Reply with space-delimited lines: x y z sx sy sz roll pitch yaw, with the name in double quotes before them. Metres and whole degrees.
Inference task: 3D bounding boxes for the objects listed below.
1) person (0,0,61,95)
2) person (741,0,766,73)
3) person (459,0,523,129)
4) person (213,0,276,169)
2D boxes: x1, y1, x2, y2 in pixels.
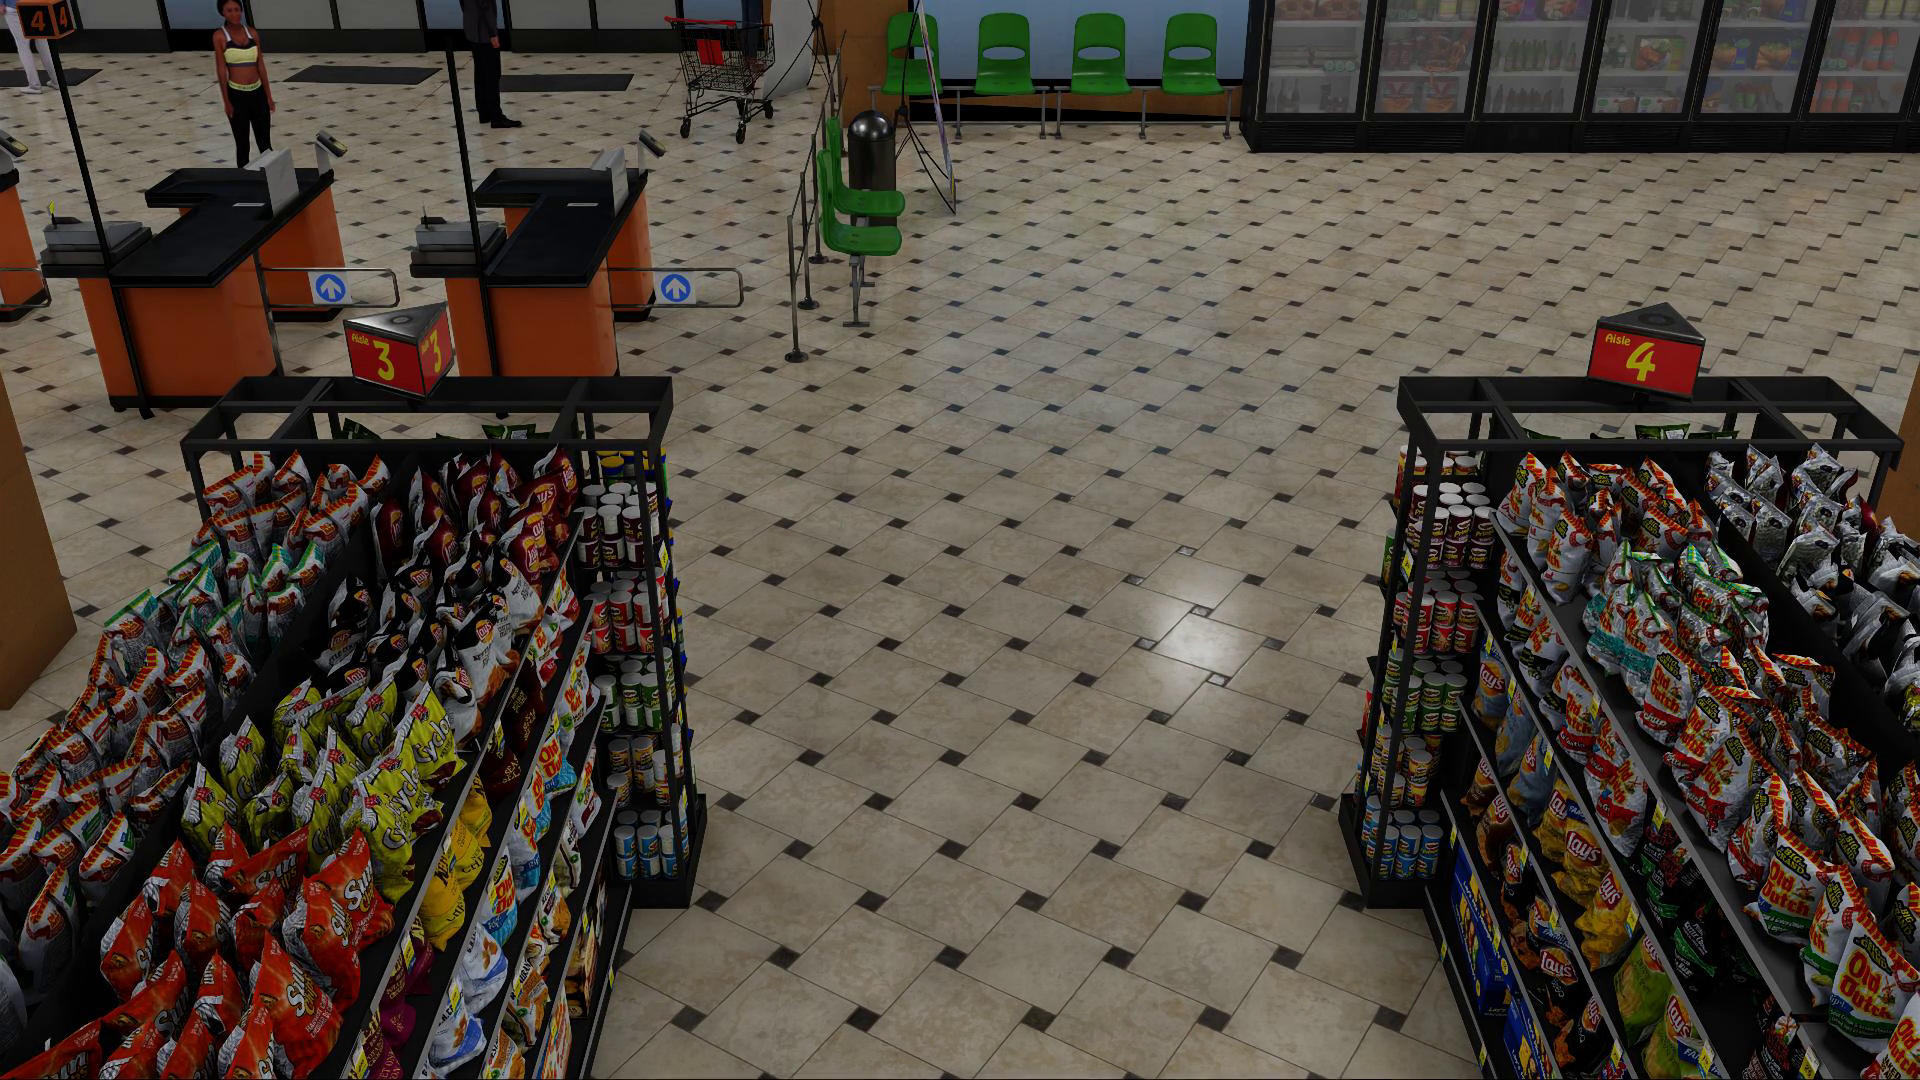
"person" -9.863 -5.657 17.439 0.798 1.888 0.677 16 32 27
"person" -2.325 -6.102 18.354 0.730 1.792 0.618 -15 32 -26
"person" -4.666 -4.990 16.265 0.872 1.842 0.778 -21 35 -33
"person" -6.006 -3.699 13.993 0.638 1.754 0.689 -23 36 -36
